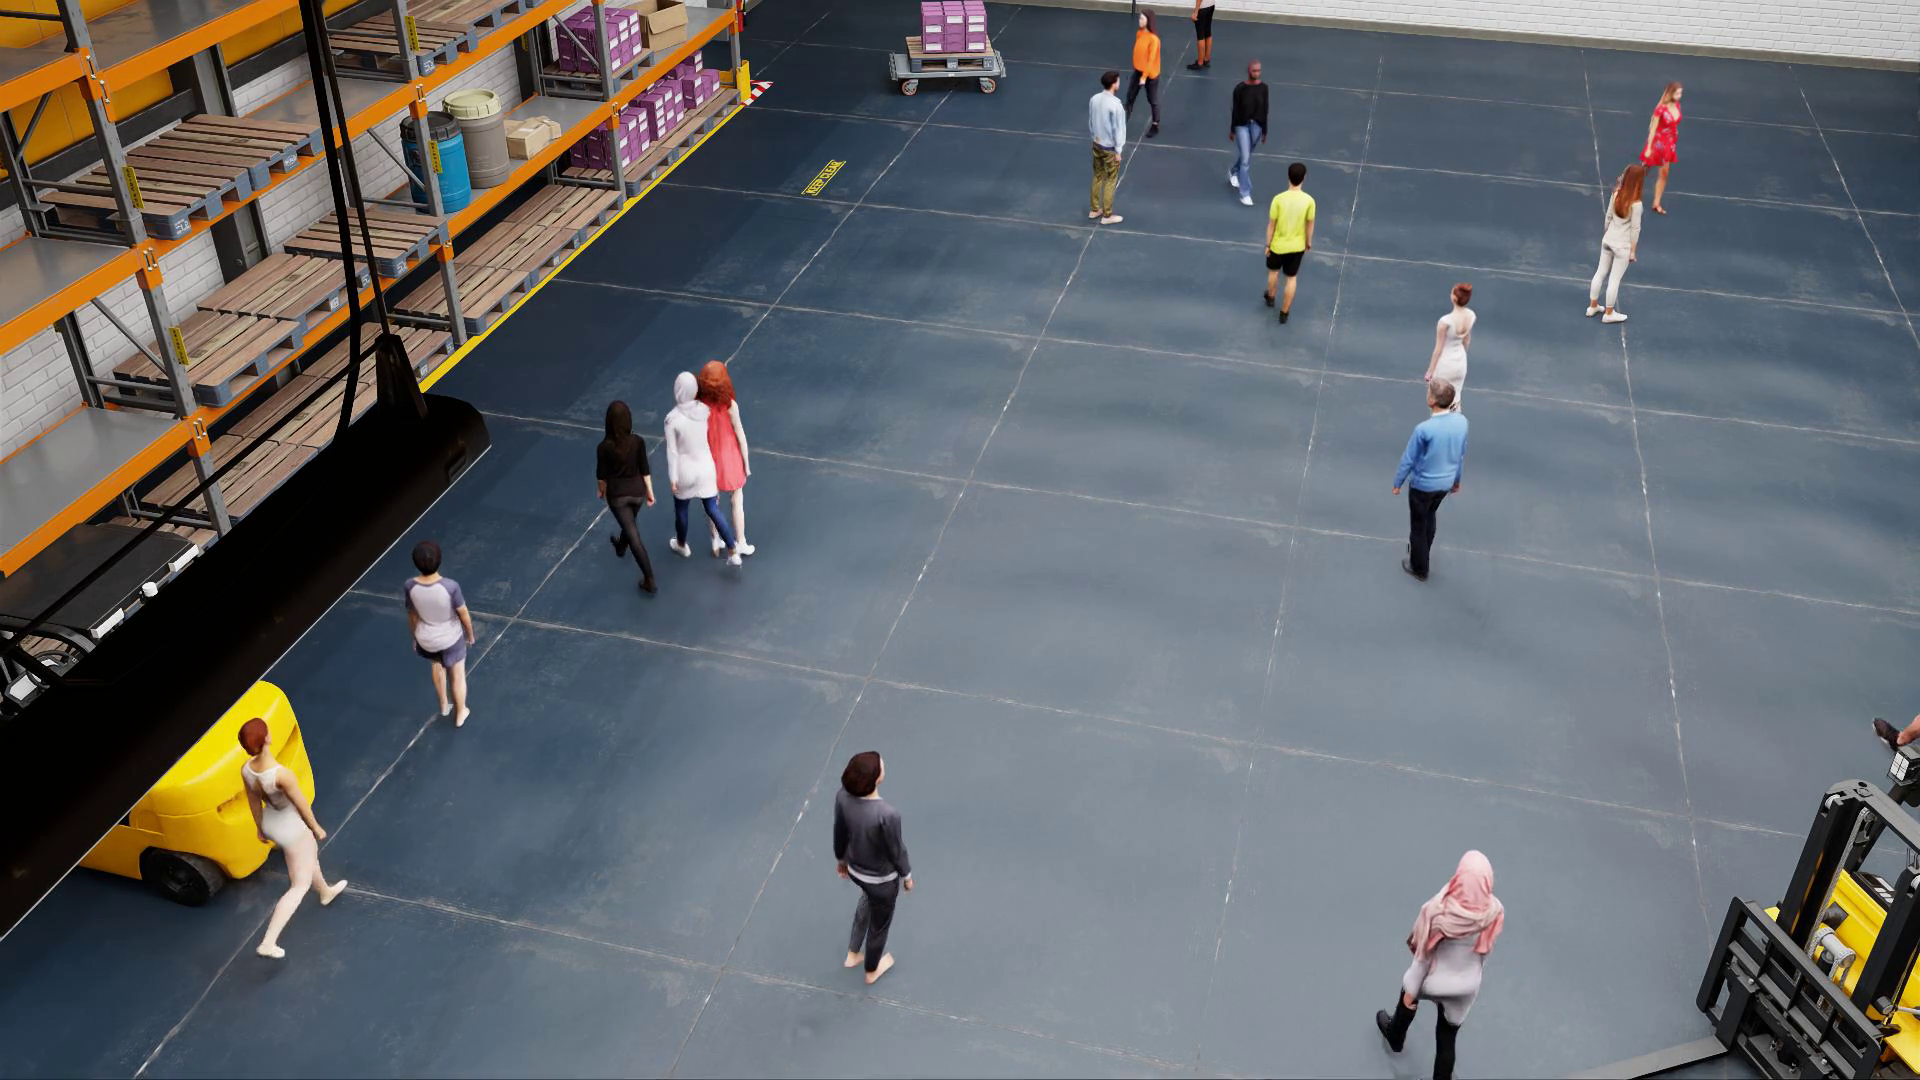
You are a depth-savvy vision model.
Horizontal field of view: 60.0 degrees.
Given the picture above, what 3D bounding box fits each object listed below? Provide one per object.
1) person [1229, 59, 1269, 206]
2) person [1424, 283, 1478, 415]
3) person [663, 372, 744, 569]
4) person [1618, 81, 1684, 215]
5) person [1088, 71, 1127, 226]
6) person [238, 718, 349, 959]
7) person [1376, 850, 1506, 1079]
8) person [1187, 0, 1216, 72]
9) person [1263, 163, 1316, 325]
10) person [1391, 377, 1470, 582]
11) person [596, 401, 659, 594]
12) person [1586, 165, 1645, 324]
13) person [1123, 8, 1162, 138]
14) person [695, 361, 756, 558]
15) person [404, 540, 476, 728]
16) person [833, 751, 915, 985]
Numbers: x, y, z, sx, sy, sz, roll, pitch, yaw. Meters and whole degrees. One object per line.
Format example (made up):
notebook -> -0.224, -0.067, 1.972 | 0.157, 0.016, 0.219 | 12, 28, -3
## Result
person -> 3.511, -5.059, 20.428 | 0.948, 1.717, 1.211 | -7, 34, -10
person -> 4.429, -1.526, 15.046 | 0.637, 1.790, 0.677 | -14, 36, -20
person -> -2.096, -0.523, 13.574 | 1.077, 1.750, 1.099 | -20, 39, -28
person -> 8.418, -4.791, 20.156 | 0.956, 1.572, 1.048 | -15, 37, -22
person -> 1.739, -4.667, 19.755 | 0.796, 1.809, 0.757 | -21, 39, -28
person -> -4.161, 1.837, 10.154 | 0.712, 1.607, 1.078 | 18, 37, 24
person -> 2.672, 2.476, 9.038 | 0.829, 1.777, 1.055 | -3, 34, -4
person -> 3.625, -7.867, 24.626 | 0.739, 1.747, 0.597 | 22, 39, 30
person -> 3.453, -3.085, 17.488 | 0.726, 1.684, 0.921 | 4, 34, 5
person -> 3.845, -0.445, 13.410 | 0.851, 1.801, 0.891 | -11, 35, -16
person -> -2.644, -0.299, 13.374 | 1.040, 1.598, 1.043 | -21, 39, -28
person -> 6.925, -3.120, 17.515 | 0.747, 1.713, 0.677 | -15, 37, -22
person -> 2.553, -6.189, 22.126 | 1.068, 1.720, 0.994 | -19, 38, -26
person -> -1.960, -0.651, 13.696 | 0.614, 1.828, 0.526 | 12, 35, 17
person -> -3.729, 0.720, 11.883 | 0.627, 1.553, 0.622 | 1, 34, 2
person -> -0.565, 1.989, 9.790 | 0.732, 1.757, 0.771 | 23, 40, 30
